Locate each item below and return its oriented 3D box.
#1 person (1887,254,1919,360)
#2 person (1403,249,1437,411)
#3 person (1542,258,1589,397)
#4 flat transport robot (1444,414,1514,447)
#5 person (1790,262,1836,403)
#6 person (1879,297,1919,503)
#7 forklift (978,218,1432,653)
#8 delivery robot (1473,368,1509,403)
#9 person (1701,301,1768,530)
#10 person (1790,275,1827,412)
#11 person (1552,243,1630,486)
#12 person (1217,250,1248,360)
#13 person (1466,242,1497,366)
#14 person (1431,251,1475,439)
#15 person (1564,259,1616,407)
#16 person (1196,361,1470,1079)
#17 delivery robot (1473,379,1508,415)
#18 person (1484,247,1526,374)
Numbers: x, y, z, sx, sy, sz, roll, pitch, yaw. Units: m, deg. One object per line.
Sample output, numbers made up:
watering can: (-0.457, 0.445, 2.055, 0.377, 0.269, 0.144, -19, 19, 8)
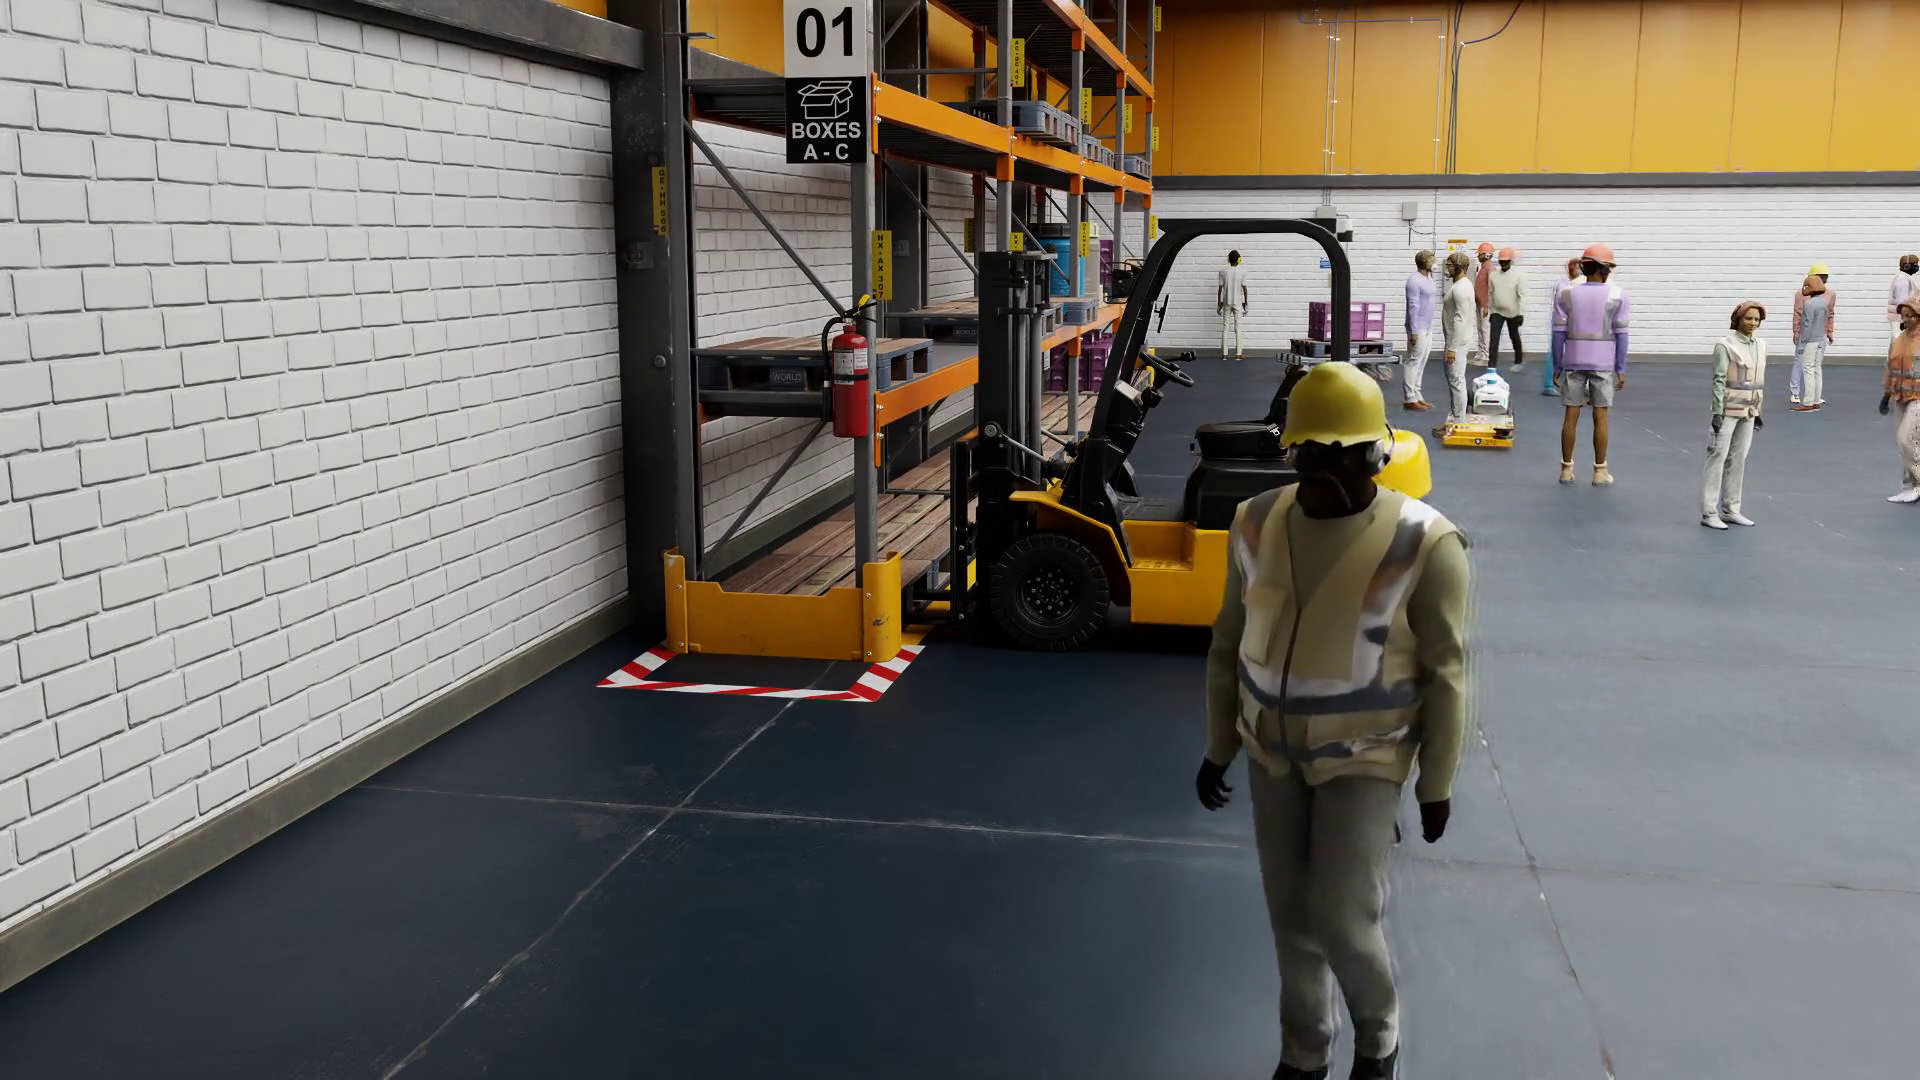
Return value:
person: (13.317, -3.098, 23.477, 0.429, 1.845, 0.621, 5, 11, 25)
person: (5.561, -2.526, 20.074, 0.365, 1.939, 0.636, 6, 12, 32)
person: (7.997, -2.745, 21.627, 0.590, 1.813, 0.856, -7, 13, -35)
flat transport robot: (5.319, -1.137, 17.035, 0.652, 0.197, 1.431, 3, 11, 17)
person: (10.752, -2.603, 20.962, 0.526, 1.772, 0.303, 0, 10, -2)
person: (7.432, -1.085, 13.006, 0.388, 1.620, 0.556, -2, 10, -10)
forklift: (1.285, -0.567, 8.635, 2.313, 2.155, 1.214, 2, 11, 11)
delivery robot: (6.210, -1.769, 19.461, 0.477, 0.478, 0.707, 2, 10, 11)
person: (5.593, -0.899, 11.986, 0.515, 1.636, 0.315, -5, 12, -27)
person: (10.211, -2.355, 19.974, 0.504, 1.631, 0.281, -9, 14, -40)
person: (5.310, -1.474, 14.037, 0.609, 2.036, 0.402, 6, 12, 32)
person: (4.635, -3.991, 28.299, 0.535, 1.868, 0.309, 3, 11, 17)
person: (8.535, -3.837, 27.104, 0.375, 1.995, 0.609, 0, 10, 2)
person: (5.150, -2.022, 17.314, 0.372, 1.940, 0.632, 3, 11, 15)
person: (7.738, -2.594, 20.543, 0.650, 1.904, 0.401, -3, 11, -18)
person: (0.843, 0.492, 3.870, 0.598, 1.817, 0.426, 9, 14, 42)
delivery robot: (5.744, -1.500, 17.990, 0.477, 0.478, 0.707, 3, 11, 18)
person: (8.394, -3.503, 25.446, 0.627, 1.950, 1.041, 9, 14, 40)
